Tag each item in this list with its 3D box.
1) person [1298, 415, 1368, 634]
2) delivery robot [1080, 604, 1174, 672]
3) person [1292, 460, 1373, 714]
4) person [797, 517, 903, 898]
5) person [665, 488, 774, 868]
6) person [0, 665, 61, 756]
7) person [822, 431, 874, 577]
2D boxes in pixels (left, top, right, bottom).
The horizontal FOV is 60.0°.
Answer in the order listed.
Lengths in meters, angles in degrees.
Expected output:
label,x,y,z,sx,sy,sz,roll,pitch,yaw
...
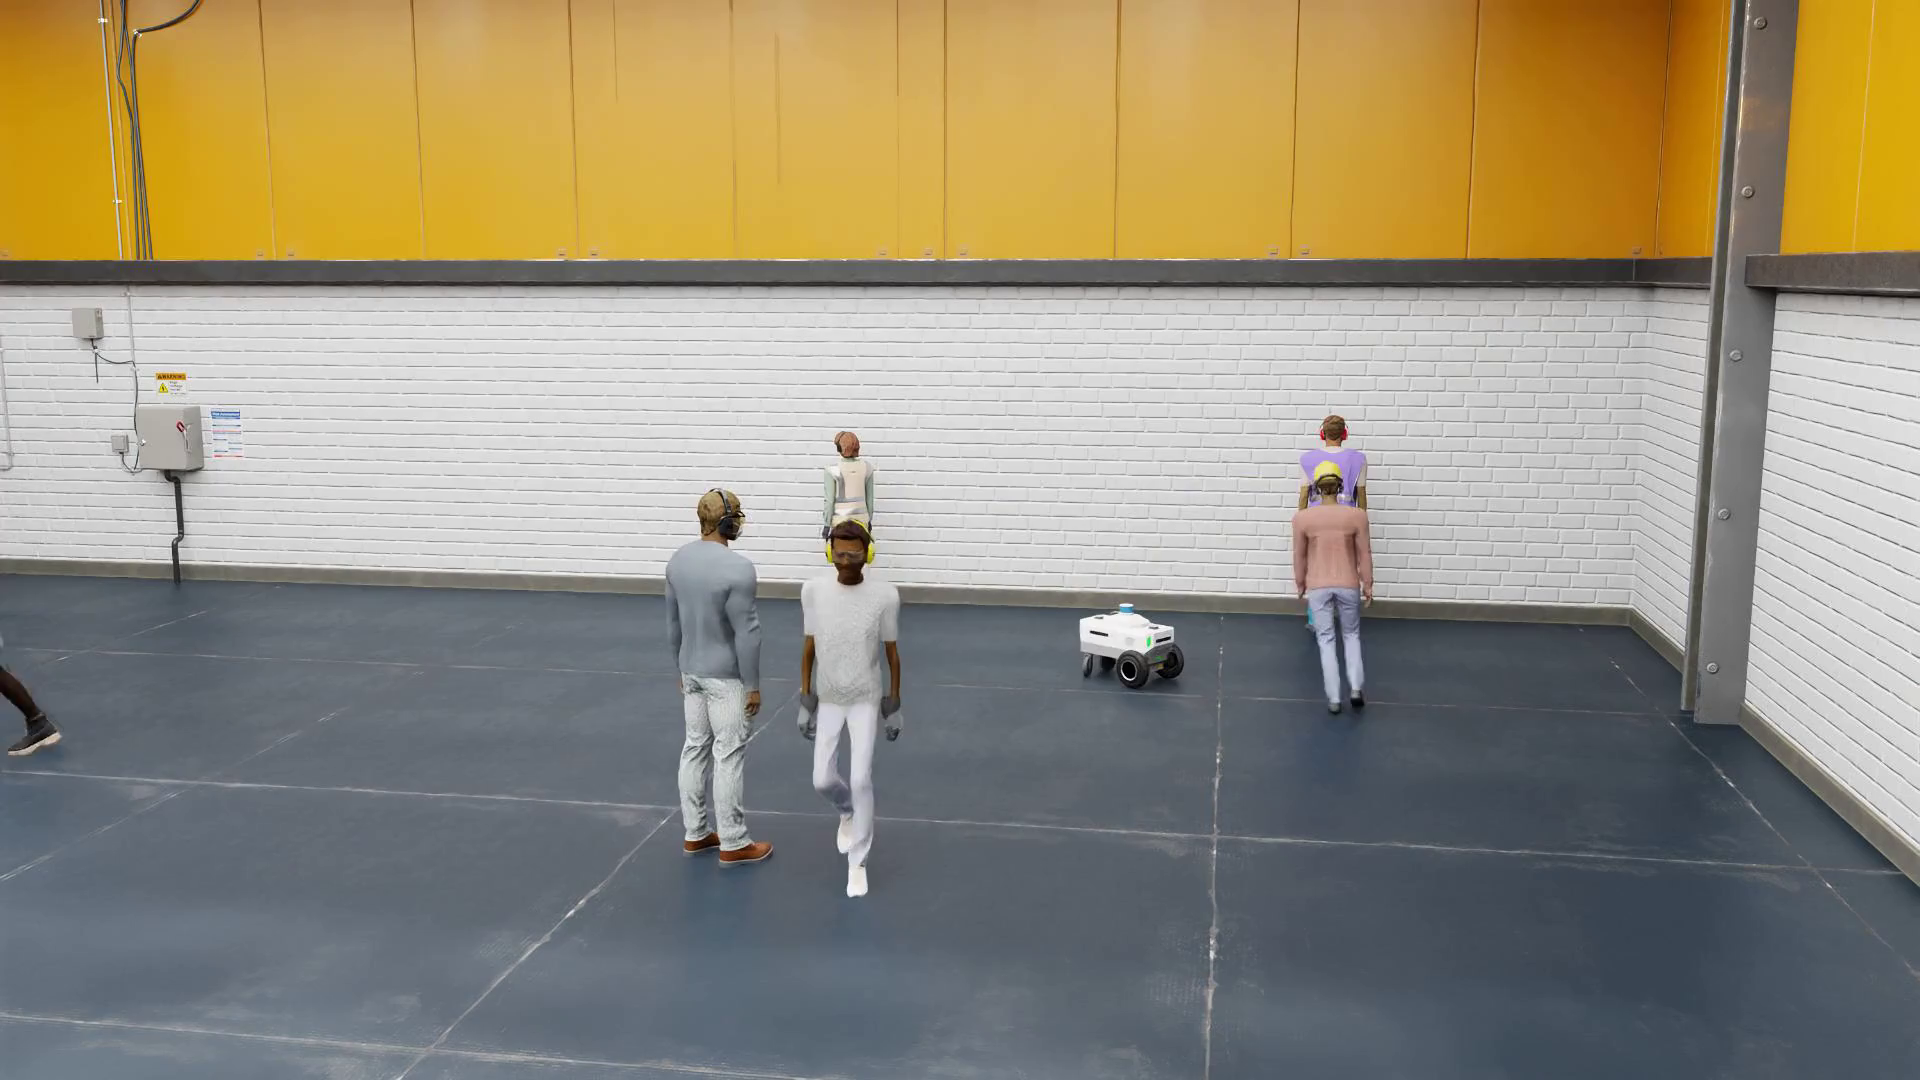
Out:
label,x,y,z,sx,sy,sz,roll,pitch,yaw
person,3.094,-0.118,13.850,0.562,1.838,0.390,1,9,9
delivery robot,1.233,0.717,12.358,0.707,0.478,0.477,9,13,44
person,2.554,0.327,11.441,0.558,1.732,0.445,2,9,9
person,-0.535,0.789,8.220,0.525,1.848,0.583,1,9,6
person,-1.242,0.698,8.509,0.630,1.938,0.369,8,12,42
person,-6.103,0.443,10.161,1.015,1.919,0.627,-5,10,-28
person,-0.972,-0.133,14.552,0.517,1.641,0.308,-7,11,-36
